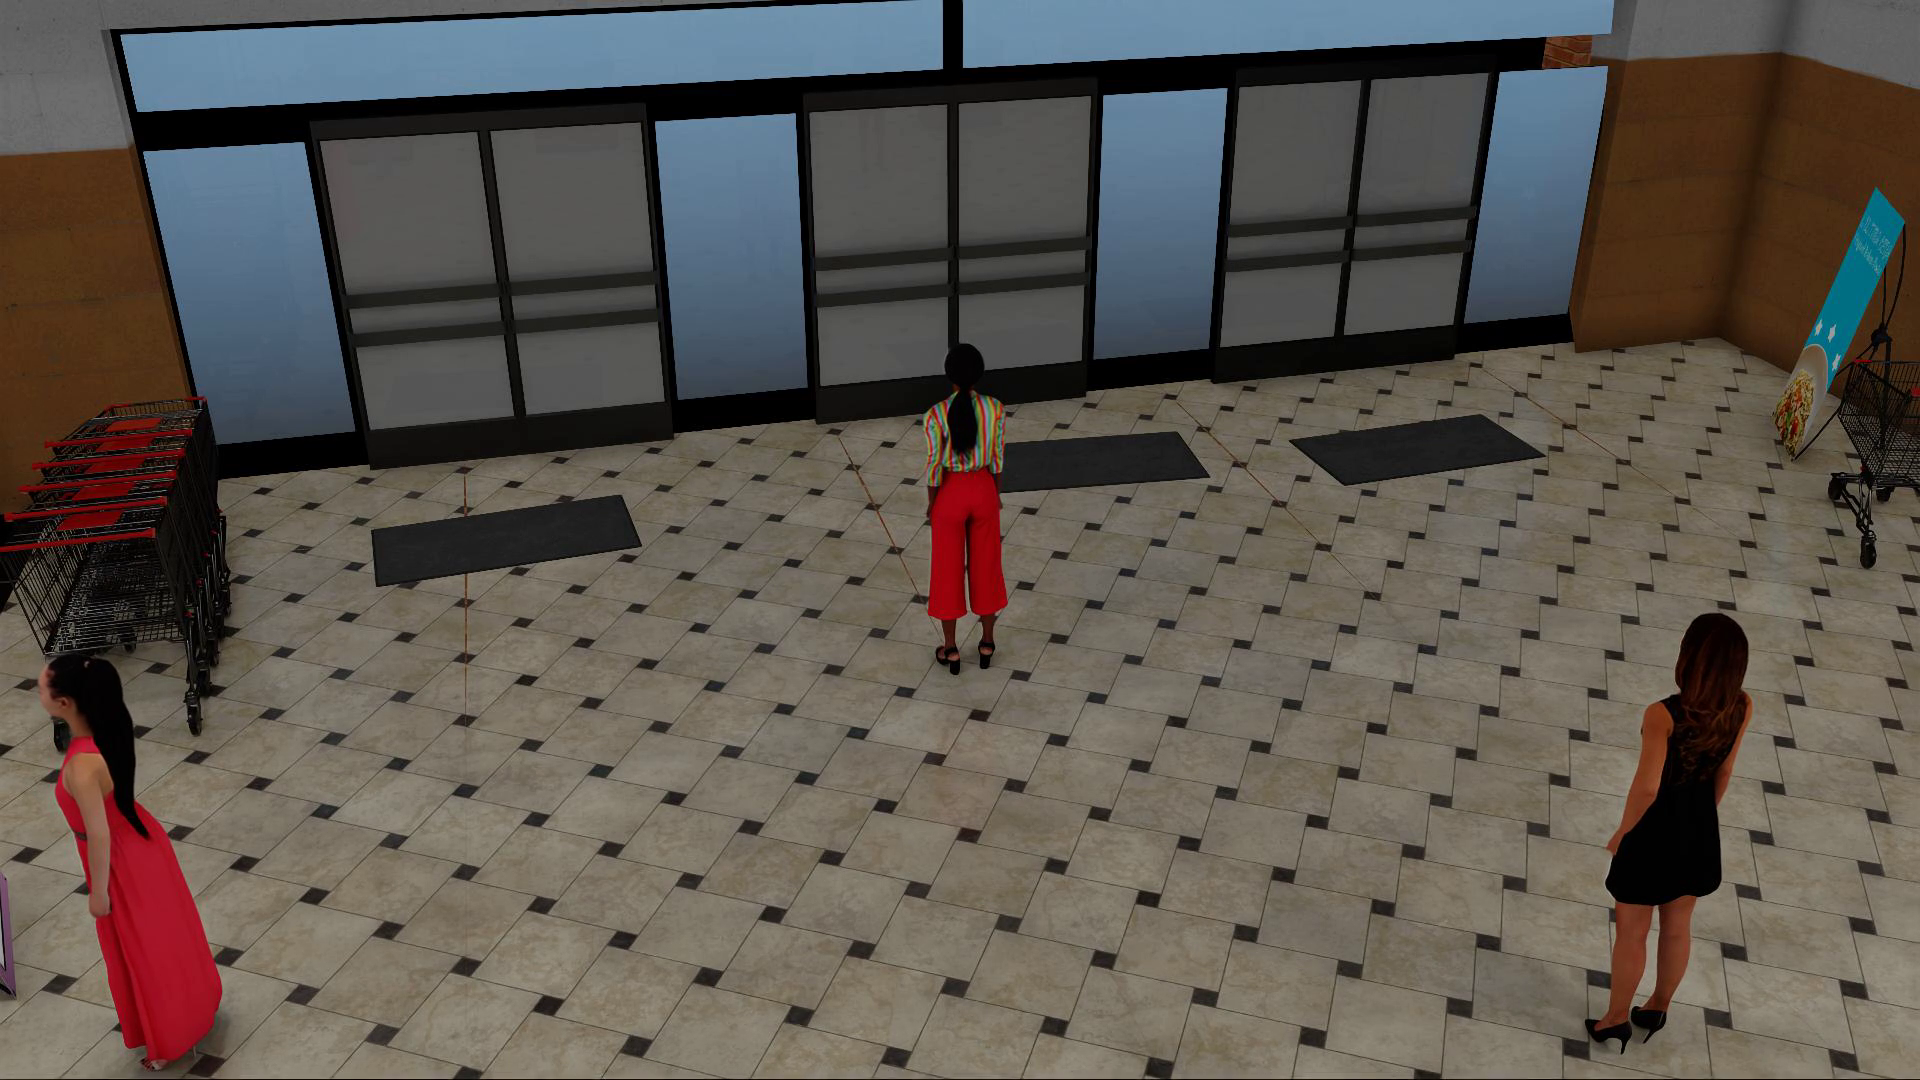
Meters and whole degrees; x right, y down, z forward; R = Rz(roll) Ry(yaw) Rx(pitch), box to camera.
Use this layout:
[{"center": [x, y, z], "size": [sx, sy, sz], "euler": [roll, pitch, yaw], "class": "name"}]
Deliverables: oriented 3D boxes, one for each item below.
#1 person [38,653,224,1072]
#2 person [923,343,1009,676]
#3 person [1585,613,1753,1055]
[{"center": [-2.972, 1.151, 5.927], "size": [0.682, 1.727, 0.518], "euler": [-5, 27, -9], "class": "person"}, {"center": [0.026, -0.149, 8.419], "size": [0.583, 1.793, 0.512], "euler": [-7, 28, -14], "class": "person"}, {"center": [2.536, 1.076, 5.956], "size": [0.568, 1.835, 0.508], "euler": [-7, 28, -14], "class": "person"}]
